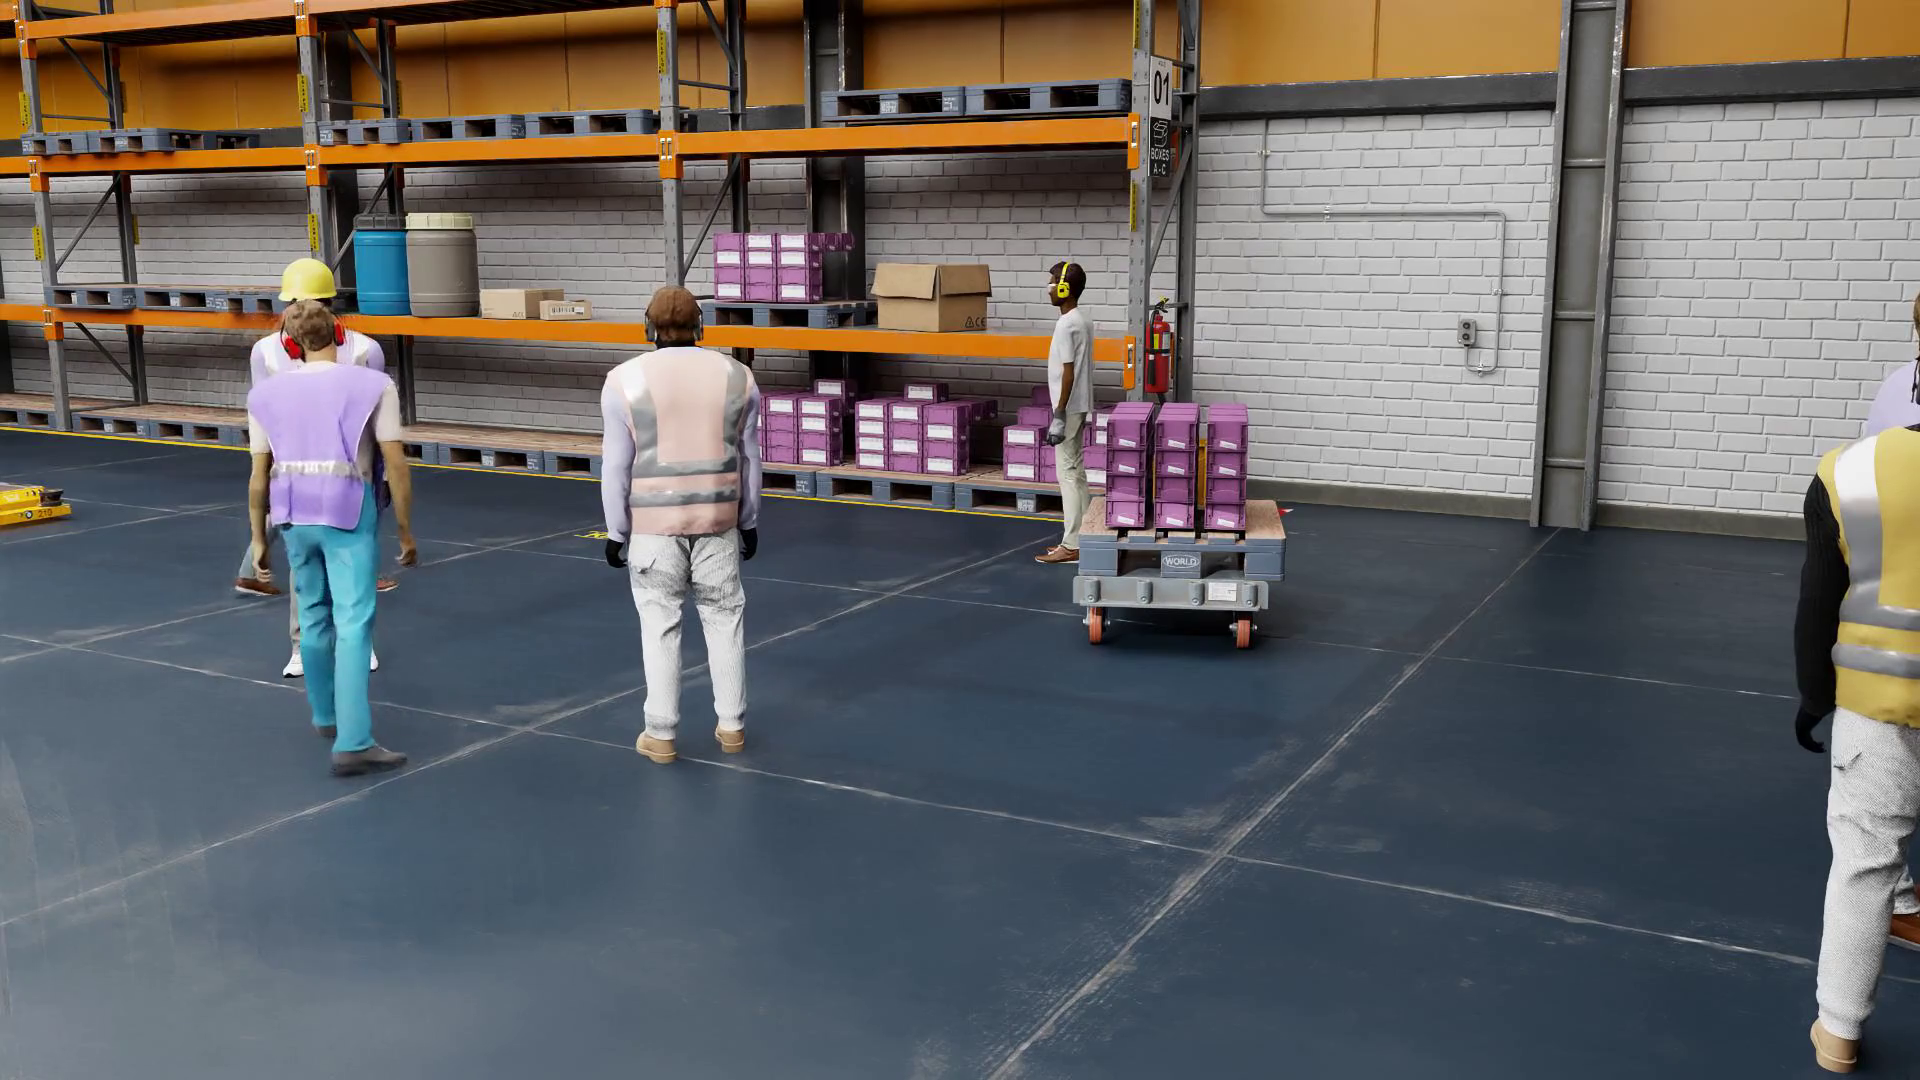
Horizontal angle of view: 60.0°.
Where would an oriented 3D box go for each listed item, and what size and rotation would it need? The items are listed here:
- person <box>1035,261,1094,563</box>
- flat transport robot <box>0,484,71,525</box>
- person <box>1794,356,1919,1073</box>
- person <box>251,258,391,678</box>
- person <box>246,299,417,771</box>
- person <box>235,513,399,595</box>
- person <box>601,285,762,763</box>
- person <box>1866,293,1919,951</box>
[{"bbox_3d":[0.661,-0.788,10.359,0.319,1.870,0.532,3,11,18],"label":"person"},{"bbox_3d":[-7.164,-0.277,11.945,1.431,0.197,0.652,5,11,25],"label":"flat transport robot"},{"bbox_3d":[2.309,0.399,3.934,0.621,1.845,0.429,7,12,33],"label":"person"},{"bbox_3d":[-2.933,-0.325,7.668,0.594,1.923,0.371,-3,11,-14],"label":"person"},{"bbox_3d":[-2.446,-0.027,6.456,0.629,1.791,0.780,0,10,2],"label":"person"},{"bbox_3d":[-3.705,-0.464,9.369,0.865,1.586,0.515,-5,11,-23],"label":"person"},{"bbox_3d":[-1.078,-0.060,6.452,0.633,1.839,0.429,-5,11,-24],"label":"person"},{"bbox_3d":[2.763,0.196,4.779,0.363,1.939,0.636,3,11,18],"label":"person"}]
